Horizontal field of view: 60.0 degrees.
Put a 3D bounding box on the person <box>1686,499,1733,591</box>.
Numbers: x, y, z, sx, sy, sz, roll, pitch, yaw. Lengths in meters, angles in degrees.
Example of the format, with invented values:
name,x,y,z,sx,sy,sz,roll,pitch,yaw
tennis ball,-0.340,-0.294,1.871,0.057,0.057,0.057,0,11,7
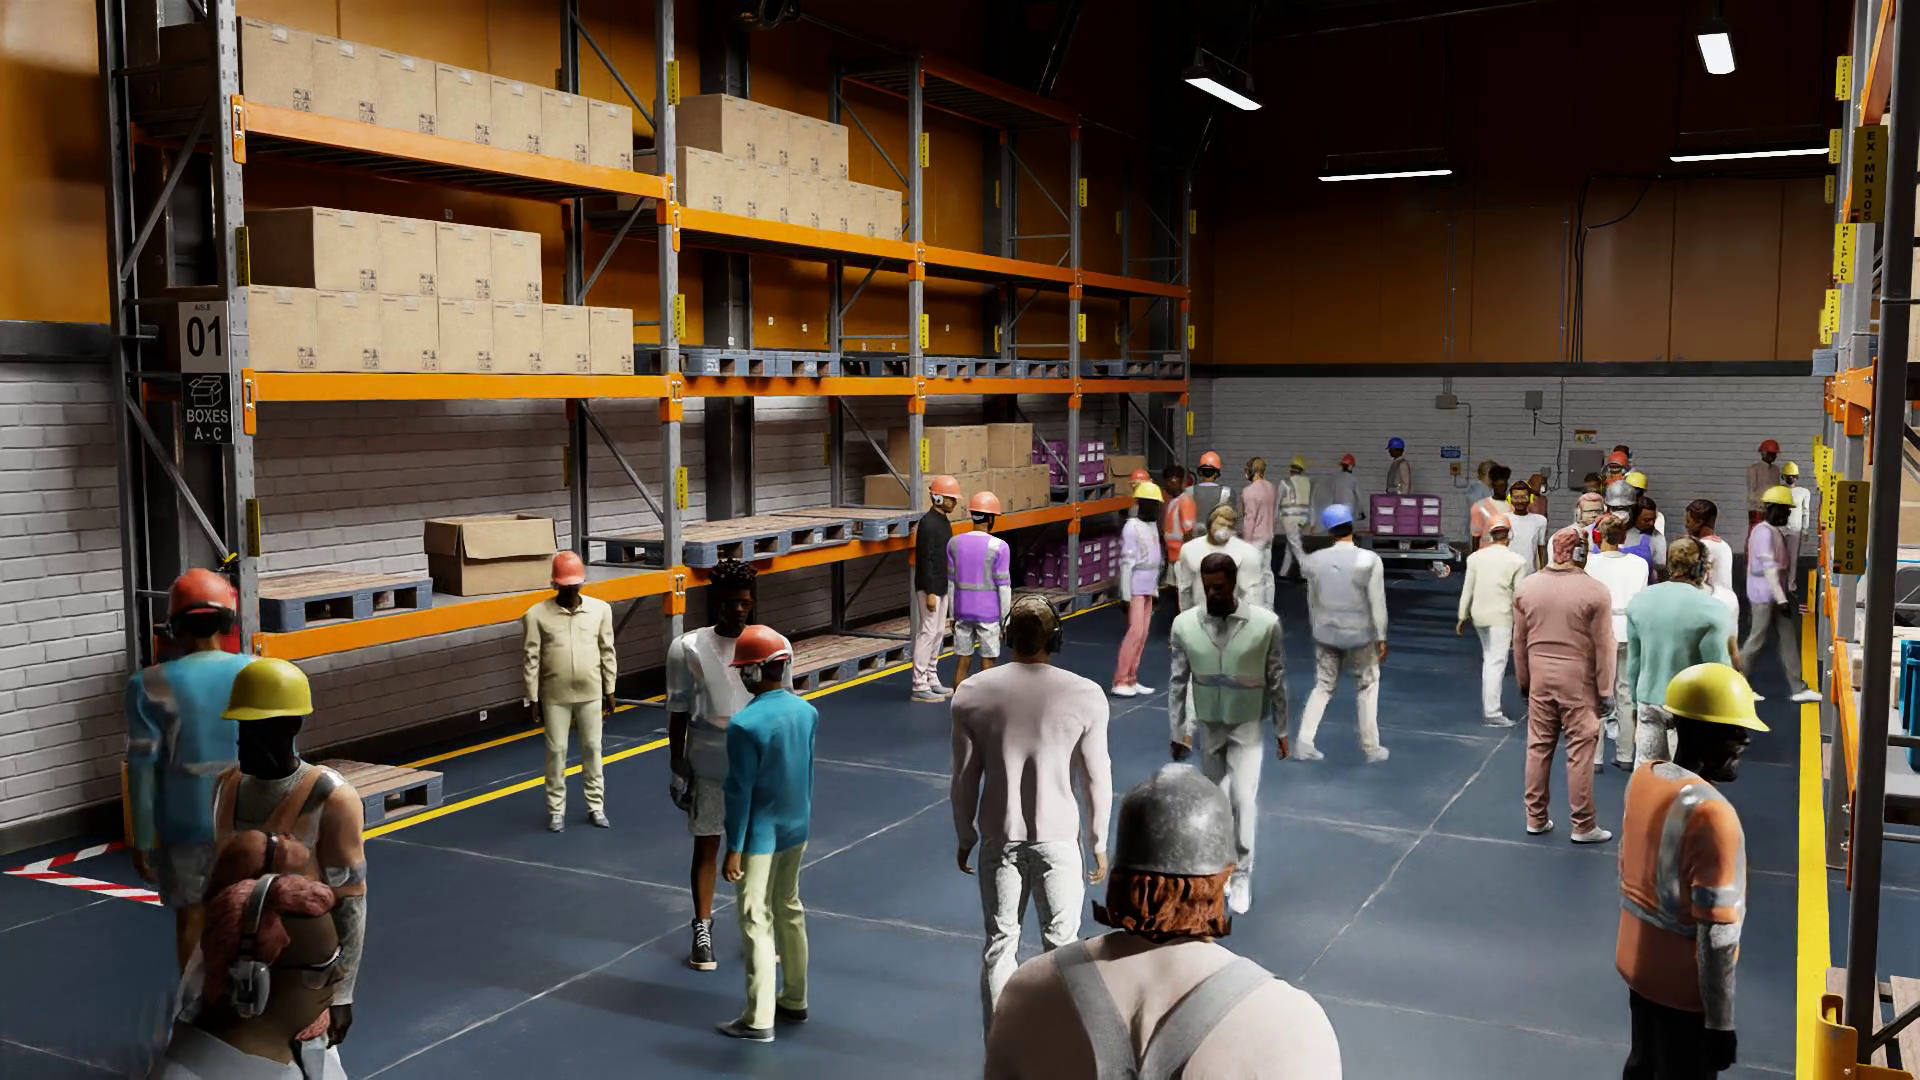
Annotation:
name,x,y,z,sx,sy,sz,roll,pitch,yaw
person,5.569,0.649,12.418,0.399,1.906,0.603,5,7,42

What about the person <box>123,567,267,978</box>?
name,x,y,z,sx,sy,sz,roll,pitch,yaw
person,-2.998,1.126,6.686,0.610,2.027,0.693,-4,7,-37

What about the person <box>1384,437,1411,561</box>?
name,x,y,z,sx,sy,sz,roll,pitch,yaw
person,6.836,-0.633,25.996,0.401,1.943,0.615,0,5,1

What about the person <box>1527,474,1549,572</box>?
name,x,y,z,sx,sy,sz,roll,pitch,yaw
person,7.327,-0.031,21.226,0.502,1.627,0.277,-4,6,-34

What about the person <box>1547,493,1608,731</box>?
name,x,y,z,sx,sy,sz,roll,pitch,yaw
person,4.993,0.574,13.218,0.652,1.906,0.403,0,5,3

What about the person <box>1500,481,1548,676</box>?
name,x,y,z,sx,sy,sz,roll,pitch,yaw
person,5.217,0.376,15.542,0.533,1.871,0.320,1,5,12

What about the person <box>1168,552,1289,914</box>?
name,x,y,z,sx,sy,sz,roll,pitch,yaw
person,1.401,0.994,8.780,0.620,1.880,0.726,2,6,23

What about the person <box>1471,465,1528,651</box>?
name,x,y,z,sx,sy,sz,roll,pitch,yaw
person,5.640,0.168,17.447,0.649,1.937,0.830,0,5,-5

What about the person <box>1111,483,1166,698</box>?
name,x,y,z,sx,sy,sz,roll,pitch,yaw
person,1.597,0.446,14.725,0.369,1.888,0.681,3,6,27

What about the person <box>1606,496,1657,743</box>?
name,x,y,z,sx,sy,sz,roll,pitch,yaw
person,5.202,0.610,12.846,0.598,1.908,0.402,-3,6,-30

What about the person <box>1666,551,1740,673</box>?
name,x,y,z,sx,sy,sz,roll,pitch,yaw
person,4.526,0.898,10.367,0.588,1.799,0.892,1,5,12

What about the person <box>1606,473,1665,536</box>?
name,x,y,z,sx,sy,sz,roll,pitch,yaw
person,6.509,0.301,16.151,0.591,1.911,0.398,2,6,25

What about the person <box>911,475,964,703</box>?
name,x,y,z,sx,sy,sz,roll,pitch,yaw
person,-0.182,0.424,14.496,0.434,1.977,0.602,2,6,18

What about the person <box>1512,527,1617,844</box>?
name,x,y,z,sx,sy,sz,roll,pitch,yaw
person,3.675,0.870,10.064,0.405,1.903,0.636,-5,7,-42

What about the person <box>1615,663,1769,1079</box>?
name,x,y,z,sx,sy,sz,roll,pitch,yaw
person,2.198,1.324,5.047,0.383,1.924,0.589,0,5,-1

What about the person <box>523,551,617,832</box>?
name,x,y,z,sx,sy,sz,roll,pitch,yaw
person,-2.398,0.930,10.274,0.574,1.740,0.355,-2,6,-24

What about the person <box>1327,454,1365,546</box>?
name,x,y,z,sx,sy,sz,roll,pitch,yaw
person,5.839,-0.453,25.353,0.861,1.707,0.545,-4,6,-34

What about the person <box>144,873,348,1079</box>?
name,x,y,z,sx,sy,sz,roll,pitch,yaw
person,-1.225,1.532,2.969,0.400,1.900,0.642,0,5,-2

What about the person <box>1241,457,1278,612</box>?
name,x,y,z,sx,sy,sz,roll,pitch,yaw
person,3.401,0.019,19.014,0.356,1.938,0.633,4,7,40

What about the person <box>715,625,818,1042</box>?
name,x,y,z,sx,sy,sz,roll,pitch,yaw
person,-0.833,1.229,7.074,0.352,1.738,0.573,3,6,27

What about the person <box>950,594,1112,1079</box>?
name,x,y,z,sx,sy,sz,roll,pitch,yaw
person,0.279,1.178,6.542,0.635,1.937,0.352,1,5,11

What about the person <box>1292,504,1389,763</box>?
name,x,y,z,sx,sy,sz,roll,pitch,yaw
person,2.798,0.694,12.065,0.650,1.906,0.606,4,7,39

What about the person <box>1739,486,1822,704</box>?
name,x,y,z,sx,sy,sz,roll,pitch,yaw
person,7.057,0.478,14.348,0.727,1.901,0.624,5,7,42

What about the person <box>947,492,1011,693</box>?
name,x,y,z,sx,sy,sz,roll,pitch,yaw
person,0.163,0.580,13.077,0.549,1.924,0.386,3,6,27

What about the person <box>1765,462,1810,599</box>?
name,x,y,z,sx,sy,sz,roll,pitch,yaw
person,10.669,-0.122,21.452,0.523,1.769,0.313,1,5,11

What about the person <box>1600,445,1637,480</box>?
name,x,y,z,sx,sy,sz,roll,pitch,yaw
person,9.631,-0.447,24.321,0.346,1.881,0.578,-5,7,-41

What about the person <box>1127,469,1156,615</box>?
name,x,y,z,sx,sy,sz,roll,pitch,yaw
person,2.158,0.025,19.937,0.333,1.749,0.574,-1,5,-12

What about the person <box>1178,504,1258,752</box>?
name,x,y,z,sx,sy,sz,roll,pitch,yaw
person,1.930,0.653,12.594,0.662,1.870,1.035,3,6,29

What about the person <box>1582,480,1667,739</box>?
name,x,y,z,sx,sy,sz,roll,pitch,yaw
person,5.058,0.549,12.773,0.688,2.000,0.537,1,6,15

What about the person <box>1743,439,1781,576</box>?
name,x,y,z,sx,sy,sz,roll,pitch,yaw
person,11.519,-0.448,23.815,0.612,1.985,0.412,-3,6,-26

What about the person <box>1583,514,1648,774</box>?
name,x,y,z,sx,sy,sz,roll,pitch,yaw
person,4.596,0.737,11.782,0.571,1.843,0.372,-1,5,-11

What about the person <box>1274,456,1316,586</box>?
name,x,y,z,sx,sy,sz,roll,pitch,yaw
person,4.620,-0.259,22.919,0.605,1.787,0.904,-3,6,-30

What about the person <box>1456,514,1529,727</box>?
name,x,y,z,sx,sy,sz,roll,pitch,yaw
person,4.385,0.649,13.561,0.523,1.703,0.679,-3,6,-28

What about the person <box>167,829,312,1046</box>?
name,x,y,z,sx,sy,sz,roll,pitch,yaw
person,-1.825,1.542,4.355,0.773,1.595,0.525,-1,5,-13

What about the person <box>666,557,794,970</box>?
name,x,y,z,sx,sy,sz,roll,pitch,yaw
person,-1.074,1.051,7.849,0.611,1.958,0.368,-1,5,-14

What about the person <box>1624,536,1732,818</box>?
name,x,y,z,sx,sy,sz,roll,pitch,yaw
person,3.970,0.937,9.225,0.380,1.929,0.627,-3,6,-29

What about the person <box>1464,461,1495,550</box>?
name,x,y,z,sx,sy,sz,roll,pitch,yaw
person,6.412,-0.051,20.385,0.431,1.833,0.629,3,6,32

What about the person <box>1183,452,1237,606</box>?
name,x,y,z,sx,sy,sz,roll,pitch,yaw
person,2.673,0.070,17.910,0.615,2.042,0.374,1,5,11

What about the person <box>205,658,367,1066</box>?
name,x,y,z,sx,sy,sz,roll,pitch,yaw
person,-2.088,1.315,5.111,0.584,1.930,0.358,2,6,23

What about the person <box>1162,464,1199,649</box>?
name,x,y,z,sx,sy,sz,roll,pitch,yaw
person,2.347,0.169,17.475,0.412,1.936,0.689,-1,5,-11
